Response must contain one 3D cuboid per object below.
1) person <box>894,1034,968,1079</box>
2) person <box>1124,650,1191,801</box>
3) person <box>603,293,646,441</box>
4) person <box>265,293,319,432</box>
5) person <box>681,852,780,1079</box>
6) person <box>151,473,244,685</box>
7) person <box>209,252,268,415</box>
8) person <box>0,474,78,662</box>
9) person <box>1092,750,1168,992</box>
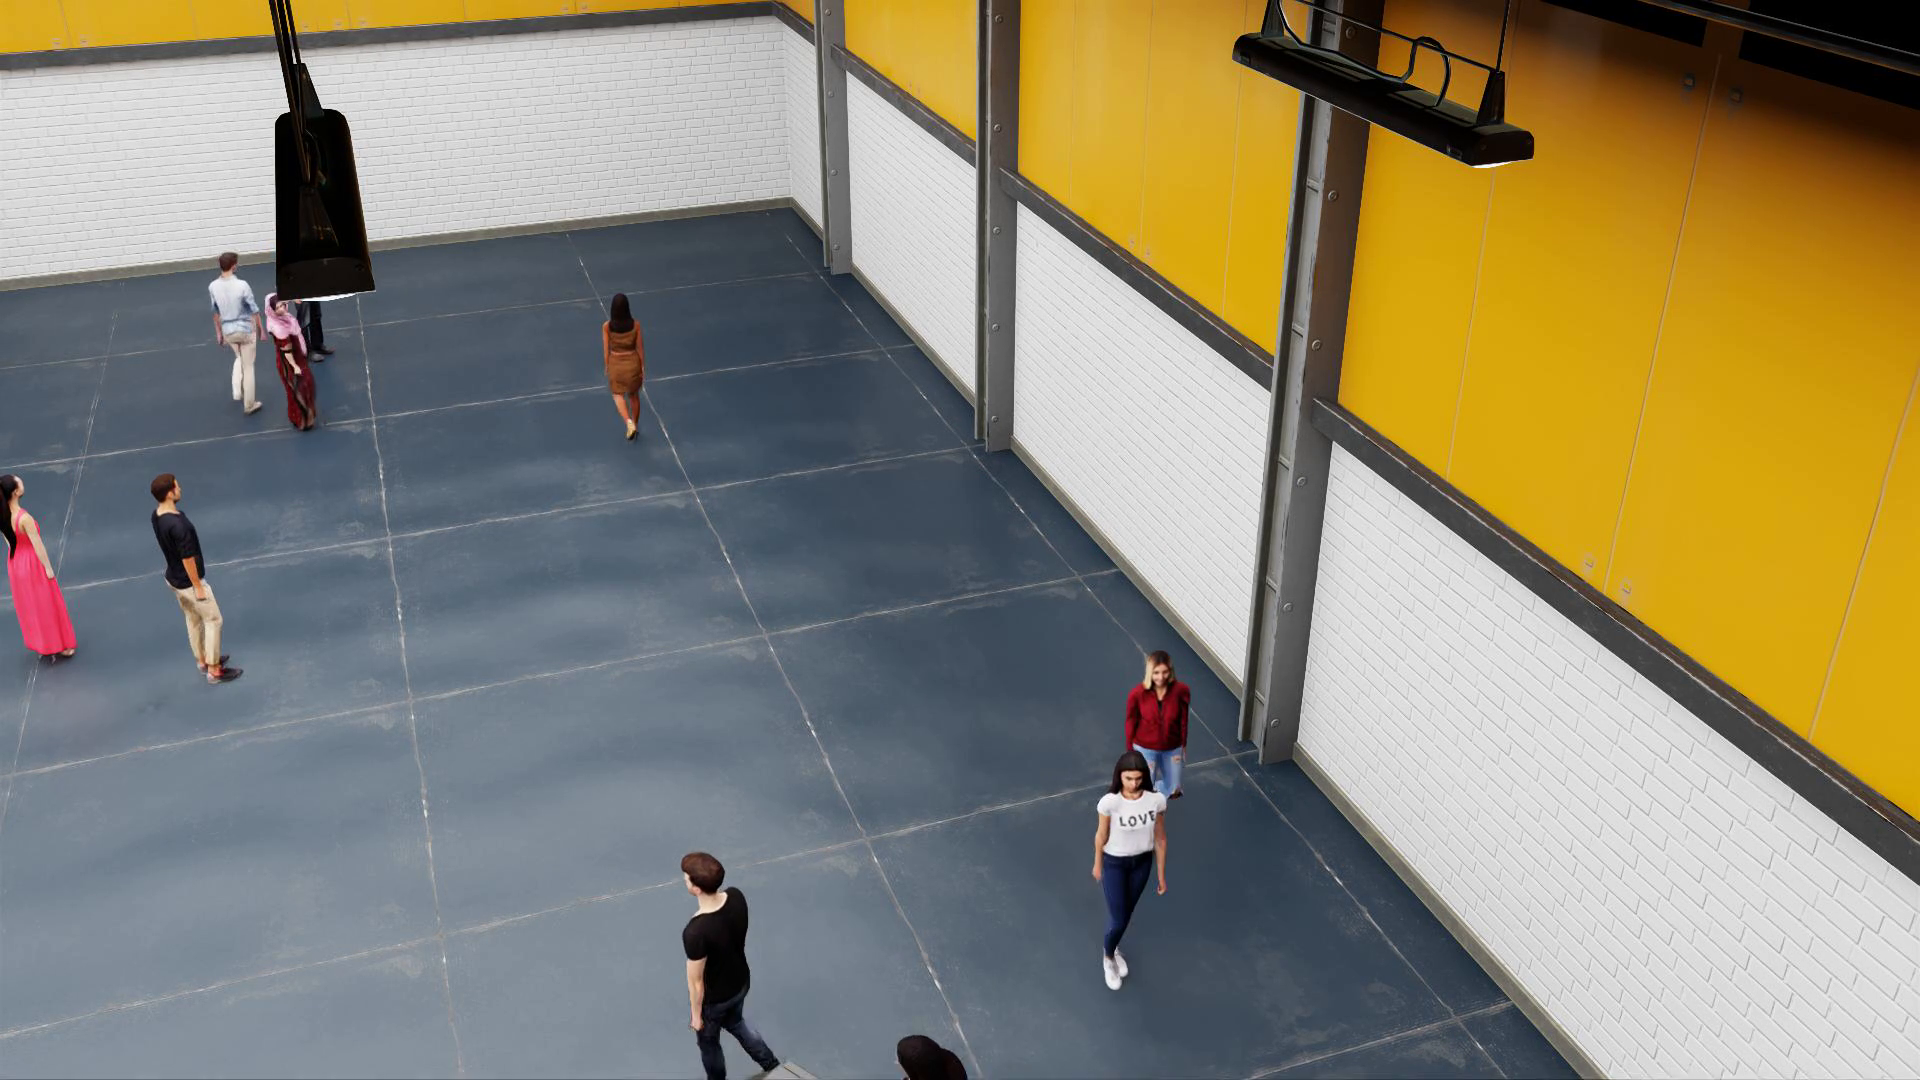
[{"bbox_3d":[-0.069,3.189,8.498,0.899,1.728,0.844,18,33,29],"label":"person"},{"bbox_3d":[1.386,1.451,11.799,0.697,1.618,0.851,-4,29,-7],"label":"person"},{"bbox_3d":[-3.552,-1.786,17.674,0.571,1.675,0.776,-10,30,-17],"label":"person"},{"bbox_3d":[-7.257,-1.947,18.055,0.830,1.594,0.603,-11,30,-19],"label":"person"},{"bbox_3d":[-1.291,2.571,9.474,1.109,1.880,1.010,16,33,27],"label":"person"},{"bbox_3d":[-6.374,0.338,13.599,0.705,1.850,0.851,25,37,38],"label":"person"},{"bbox_3d":[-7.986,-2.241,18.351,0.769,1.825,0.800,3,29,5],"label":"person"},{"bbox_3d":[-7.787,0.238,13.912,0.710,1.725,0.765,12,31,21],"label":"person"},{"bbox_3d":[1.032,2.025,10.601,0.585,1.758,0.647,-8,30,-15],"label":"person"}]
